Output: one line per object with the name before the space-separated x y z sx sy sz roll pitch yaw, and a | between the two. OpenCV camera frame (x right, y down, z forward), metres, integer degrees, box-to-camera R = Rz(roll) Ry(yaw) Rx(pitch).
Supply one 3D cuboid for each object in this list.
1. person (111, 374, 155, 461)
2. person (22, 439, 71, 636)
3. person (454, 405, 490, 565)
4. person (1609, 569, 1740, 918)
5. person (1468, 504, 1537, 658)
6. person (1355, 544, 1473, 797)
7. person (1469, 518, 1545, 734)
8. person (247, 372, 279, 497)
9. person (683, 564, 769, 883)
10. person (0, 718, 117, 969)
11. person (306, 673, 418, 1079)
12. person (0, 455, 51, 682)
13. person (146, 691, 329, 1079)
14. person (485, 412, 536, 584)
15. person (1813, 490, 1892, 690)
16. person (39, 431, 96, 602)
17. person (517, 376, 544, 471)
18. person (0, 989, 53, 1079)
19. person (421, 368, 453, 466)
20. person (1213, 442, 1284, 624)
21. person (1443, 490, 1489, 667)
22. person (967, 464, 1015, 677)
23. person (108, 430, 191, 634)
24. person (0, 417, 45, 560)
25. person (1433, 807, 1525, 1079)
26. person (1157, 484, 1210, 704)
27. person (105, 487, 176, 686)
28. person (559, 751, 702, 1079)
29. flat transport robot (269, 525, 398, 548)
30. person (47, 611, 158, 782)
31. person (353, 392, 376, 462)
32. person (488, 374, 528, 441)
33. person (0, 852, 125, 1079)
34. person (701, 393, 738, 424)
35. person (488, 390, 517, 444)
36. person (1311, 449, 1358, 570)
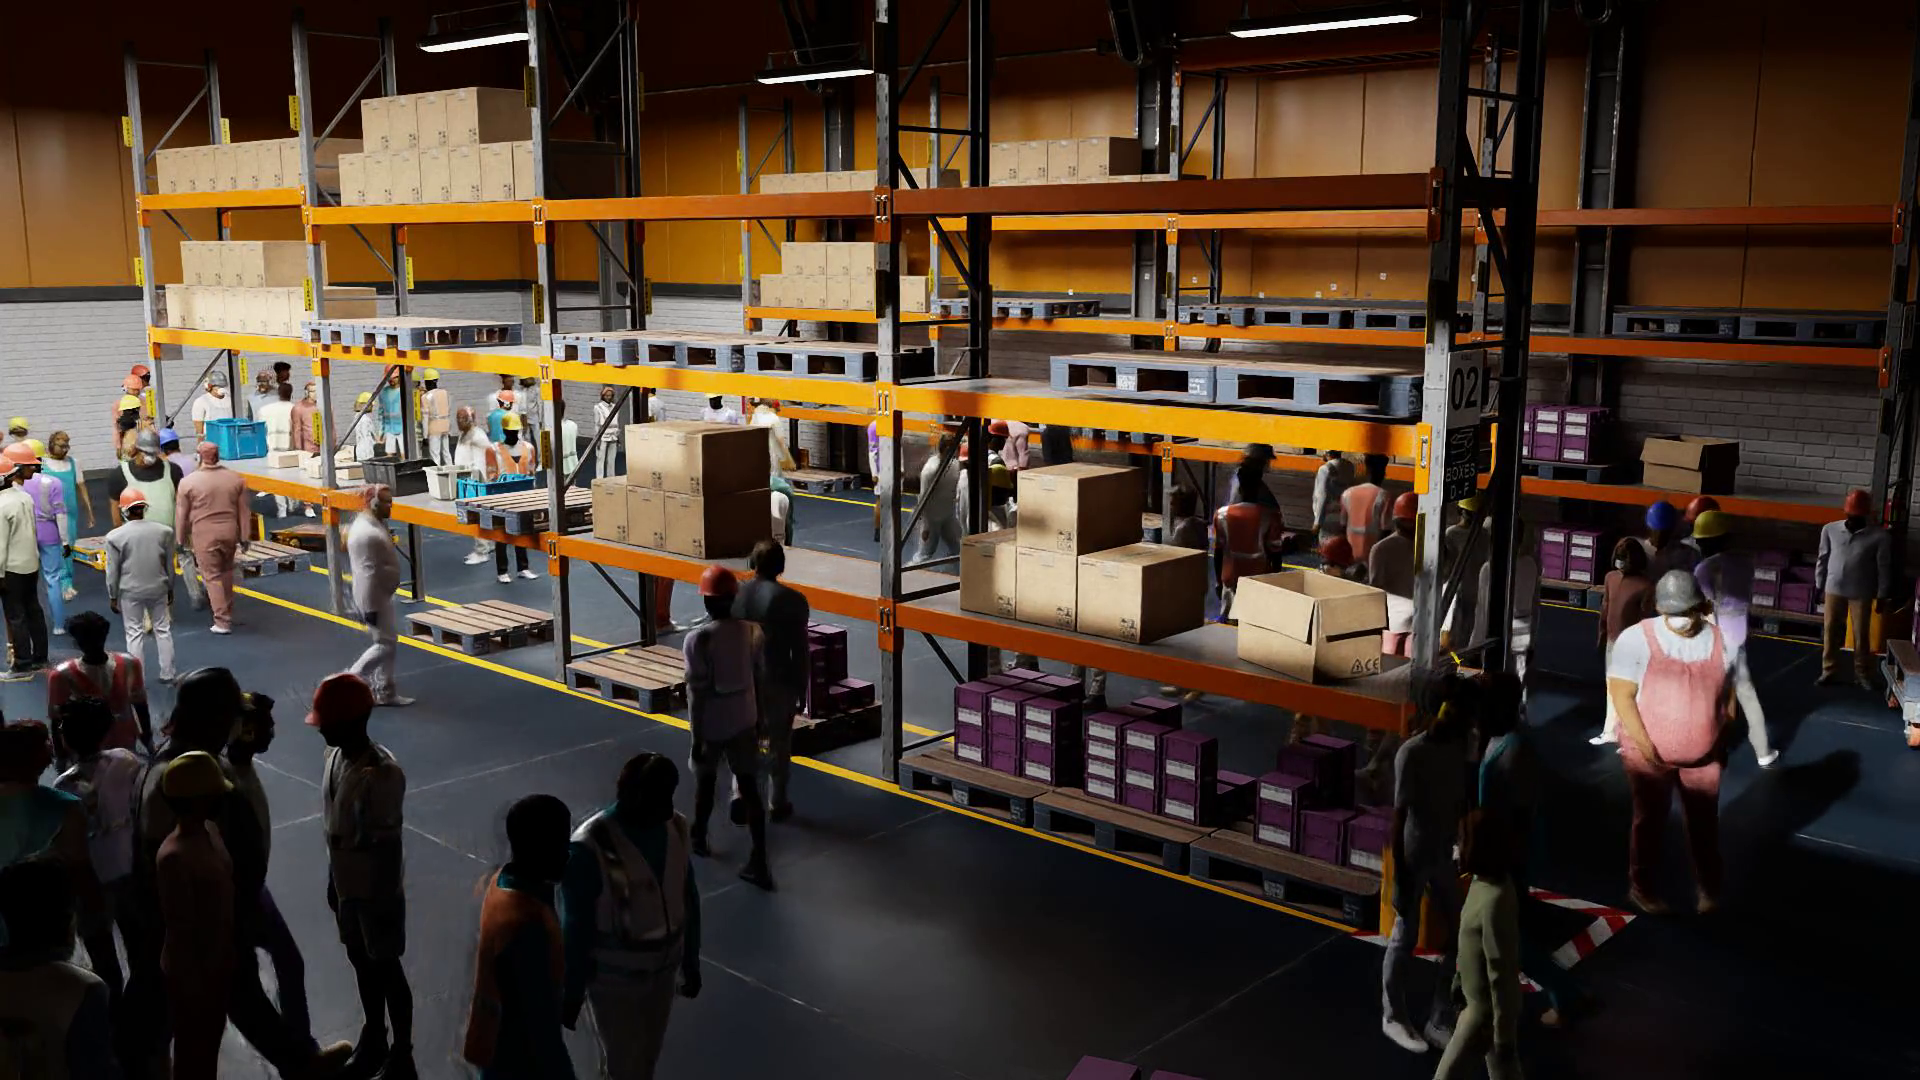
person | -11.550 -1.326 23.318 0.377 1.995 0.611 7 12 36
person | -8.919 -0.015 16.098 0.585 1.927 0.366 -1 10 -5
person | -5.808 -0.657 19.814 0.397 1.908 0.678 -7 12 -34
person | 4.022 1.121 9.353 0.711 2.000 0.581 1 10 8
person | 4.834 0.309 14.878 0.570 1.701 0.887 0 10 0
person | 3.136 0.888 11.305 0.989 1.817 0.524 -2 10 -13
person | 3.921 0.748 11.943 0.577 1.877 0.341 -5 11 -28
person | -10.426 -1.586 25.068 0.644 1.900 0.399 1 10 6
person | -1.412 1.082 10.035 0.565 1.884 1.018 -6 12 -32
person | -3.933 1.664 7.028 0.615 1.787 0.980 2 10 11
person | -2.670 1.523 7.400 0.546 1.929 0.387 9 14 42
person | -8.254 0.242 14.488 0.407 1.986 0.617 0 10 -3
person | -3.272 1.579 7.422 0.961 1.820 0.527 0 10 0
person | -5.029 -0.481 18.733 0.594 1.924 0.382 -9 13 -40
person | 7.609 0.417 14.222 0.580 1.730 0.398 9 14 43
person | -9.539 -0.253 17.756 0.755 1.810 0.510 7 12 35
person | -7.252 -2.021 27.997 0.491 1.731 0.325 3 10 14
person | -2.862 2.013 4.795 1.005 1.867 0.591 5 11 27
person | -8.024 -1.665 25.459 0.390 1.922 0.589 5 11 26
person | 2.765 -0.003 15.706 0.635 2.000 0.710 1 10 8
person | 4.240 0.441 13.980 0.526 1.765 0.330 -6 12 -29
person | 0.293 0.285 14.448 0.406 1.915 0.588 7 12 34
person | -7.916 -0.118 16.359 0.681 2.000 0.978 -8 13 -39
person | -11.331 -0.621 20.113 0.899 1.719 0.526 9 13 40
person | 1.963 1.828 6.564 0.783 1.599 0.531 3 10 16
person | 1.906 0.455 13.729 0.659 1.836 0.580 7 12 34
person | -6.982 0.415 14.181 0.350 1.744 0.566 9 13 42
person | -1.275 1.720 6.587 0.465 1.818 0.645 7 12 35
flat transport robot | -7.905 -0.044 20.940 1.431 0.197 0.652 2 10 11
person | -5.034 1.221 9.774 0.355 1.677 0.546 8 13 37
person | -8.331 -1.210 23.377 0.295 1.744 0.484 -7 12 -34
person | -6.832 -1.637 25.210 0.623 1.952 0.411 -6 12 -31
person | -2.864 1.918 5.200 0.597 1.914 0.373 3 10 15
person | -3.313 -1.193 22.763 0.594 1.922 0.385 5 11 24
person | -6.478 -1.275 23.759 0.573 1.738 0.352 8 13 39
person | 3.949 -0.250 17.690 0.586 1.835 0.403 -9 13 -41
